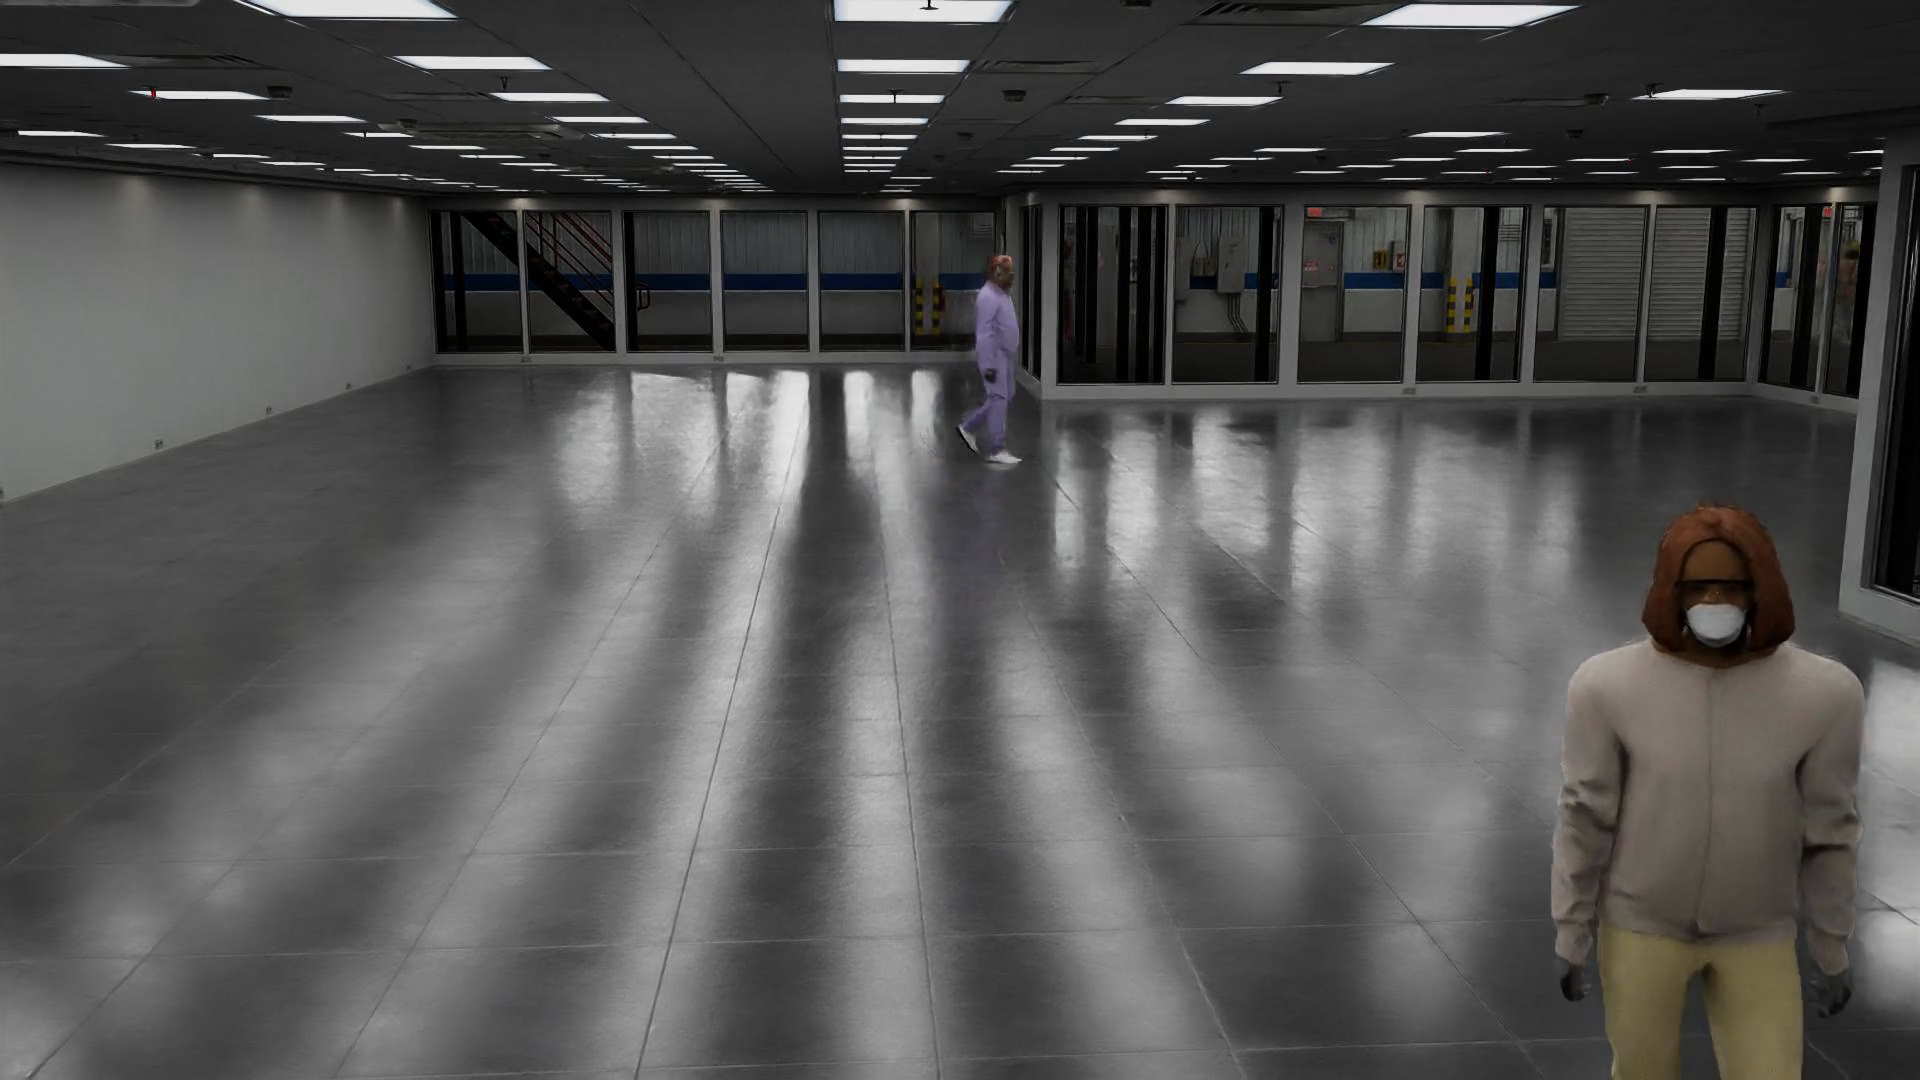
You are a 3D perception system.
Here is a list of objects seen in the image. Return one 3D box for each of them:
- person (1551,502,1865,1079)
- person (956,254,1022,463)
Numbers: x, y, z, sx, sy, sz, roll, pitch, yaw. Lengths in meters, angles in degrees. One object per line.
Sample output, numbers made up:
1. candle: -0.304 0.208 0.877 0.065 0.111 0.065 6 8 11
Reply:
1. person: 1.331 0.735 3.002 0.521 1.616 0.347 3 11 17
2. person: 0.274 -1.637 15.068 0.566 1.887 0.654 3 11 14
